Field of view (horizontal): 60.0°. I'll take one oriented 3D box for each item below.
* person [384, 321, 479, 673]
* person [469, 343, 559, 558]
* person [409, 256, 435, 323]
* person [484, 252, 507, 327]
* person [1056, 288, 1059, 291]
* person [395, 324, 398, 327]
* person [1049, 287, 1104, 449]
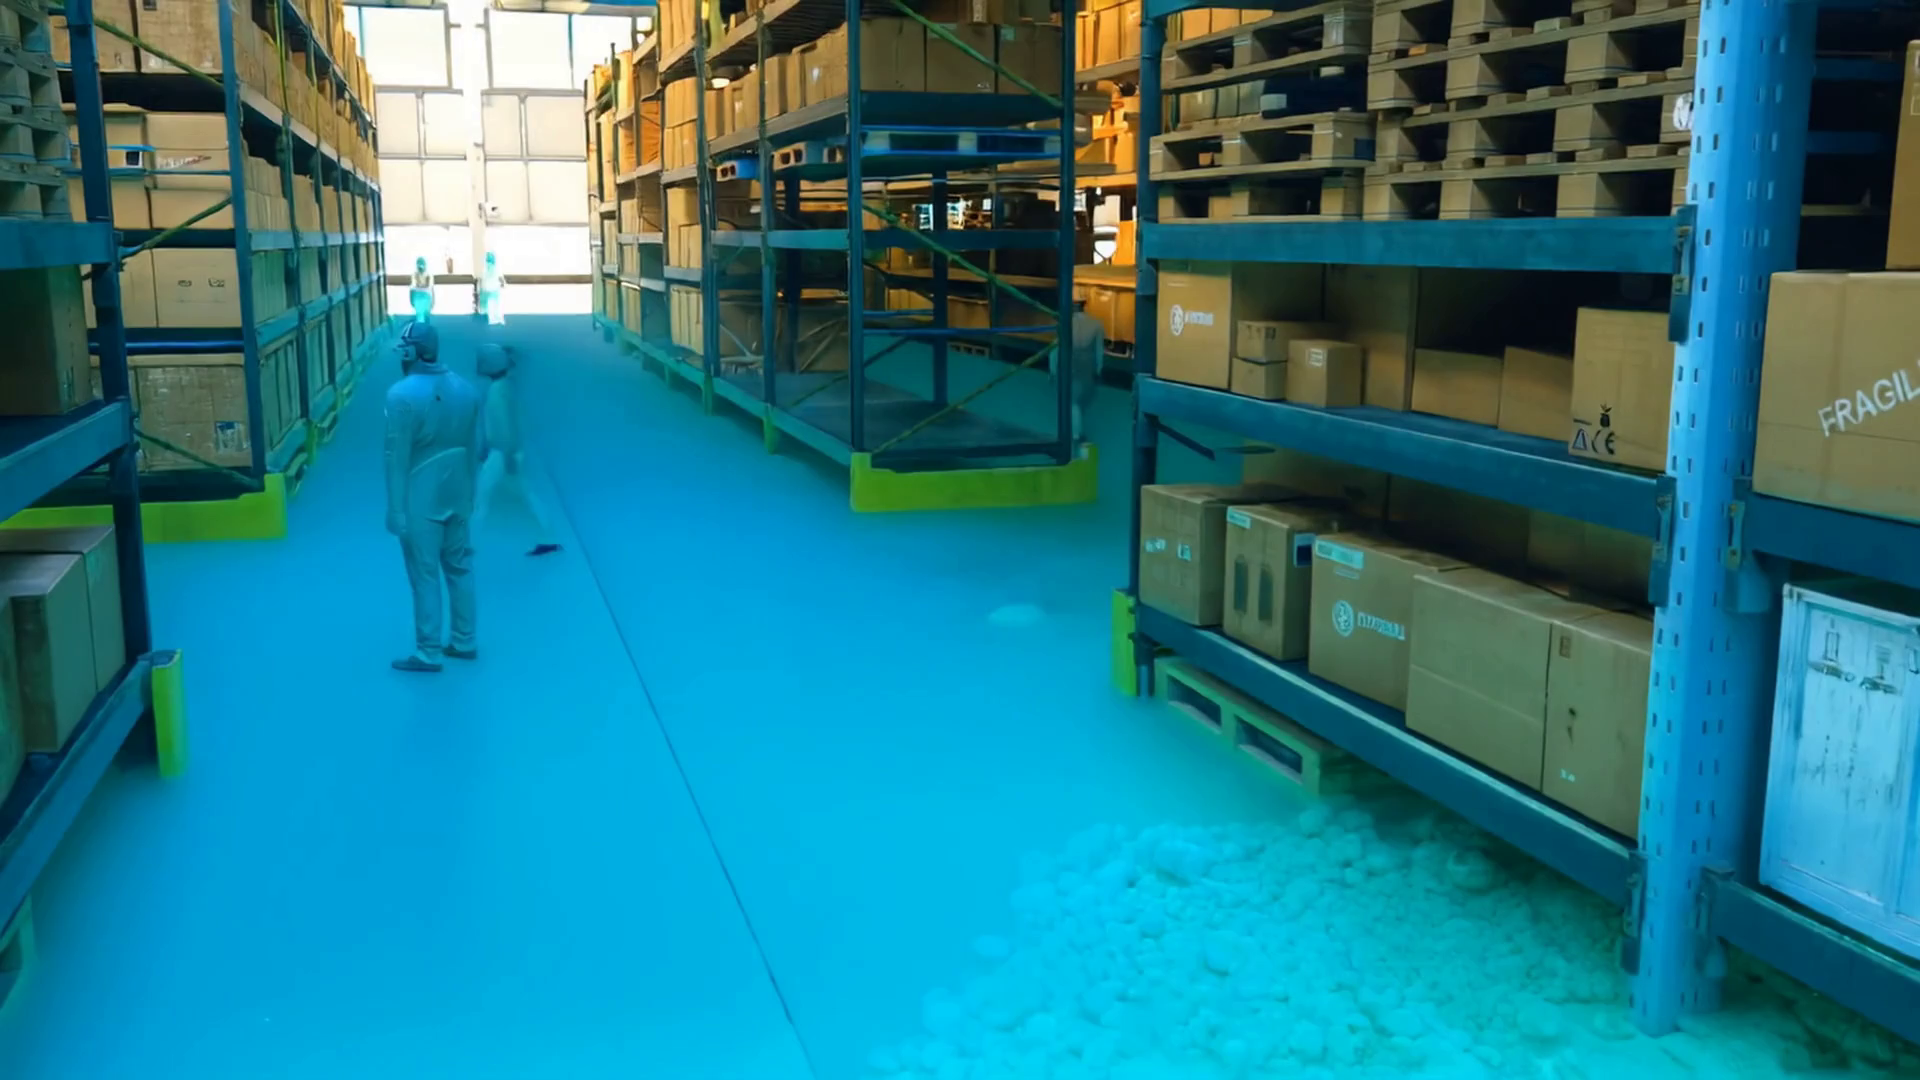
[{"bbox_3d":[-2.896,-0.237,9.069,0.399,1.900,0.643,4,11,22],"label":"person"},{"bbox_3d":[-3.361,-0.632,12.093,0.870,1.587,0.515,-1,10,-8],"label":"person"},{"bbox_3d":[-12.201,-5.478,37.767,0.550,1.914,0.875,-3,11,-16],"label":"person"},{"bbox_3d":[-12.192,-6.554,43.553,0.382,1.945,0.671,4,11,22],"label":"person"},{"bbox_3d":[1.929,-5.352,36.991,0.618,1.943,1.026,-3,11,-18],"label":"person"},{"bbox_3d":[-15.033,-6.320,42.712,0.957,1.798,0.635,-5,11,-26],"label":"person"},{"bbox_3d":[1.307,-1.900,18.445,0.596,1.806,0.837,-3,11,-14],"label":"person"}]
